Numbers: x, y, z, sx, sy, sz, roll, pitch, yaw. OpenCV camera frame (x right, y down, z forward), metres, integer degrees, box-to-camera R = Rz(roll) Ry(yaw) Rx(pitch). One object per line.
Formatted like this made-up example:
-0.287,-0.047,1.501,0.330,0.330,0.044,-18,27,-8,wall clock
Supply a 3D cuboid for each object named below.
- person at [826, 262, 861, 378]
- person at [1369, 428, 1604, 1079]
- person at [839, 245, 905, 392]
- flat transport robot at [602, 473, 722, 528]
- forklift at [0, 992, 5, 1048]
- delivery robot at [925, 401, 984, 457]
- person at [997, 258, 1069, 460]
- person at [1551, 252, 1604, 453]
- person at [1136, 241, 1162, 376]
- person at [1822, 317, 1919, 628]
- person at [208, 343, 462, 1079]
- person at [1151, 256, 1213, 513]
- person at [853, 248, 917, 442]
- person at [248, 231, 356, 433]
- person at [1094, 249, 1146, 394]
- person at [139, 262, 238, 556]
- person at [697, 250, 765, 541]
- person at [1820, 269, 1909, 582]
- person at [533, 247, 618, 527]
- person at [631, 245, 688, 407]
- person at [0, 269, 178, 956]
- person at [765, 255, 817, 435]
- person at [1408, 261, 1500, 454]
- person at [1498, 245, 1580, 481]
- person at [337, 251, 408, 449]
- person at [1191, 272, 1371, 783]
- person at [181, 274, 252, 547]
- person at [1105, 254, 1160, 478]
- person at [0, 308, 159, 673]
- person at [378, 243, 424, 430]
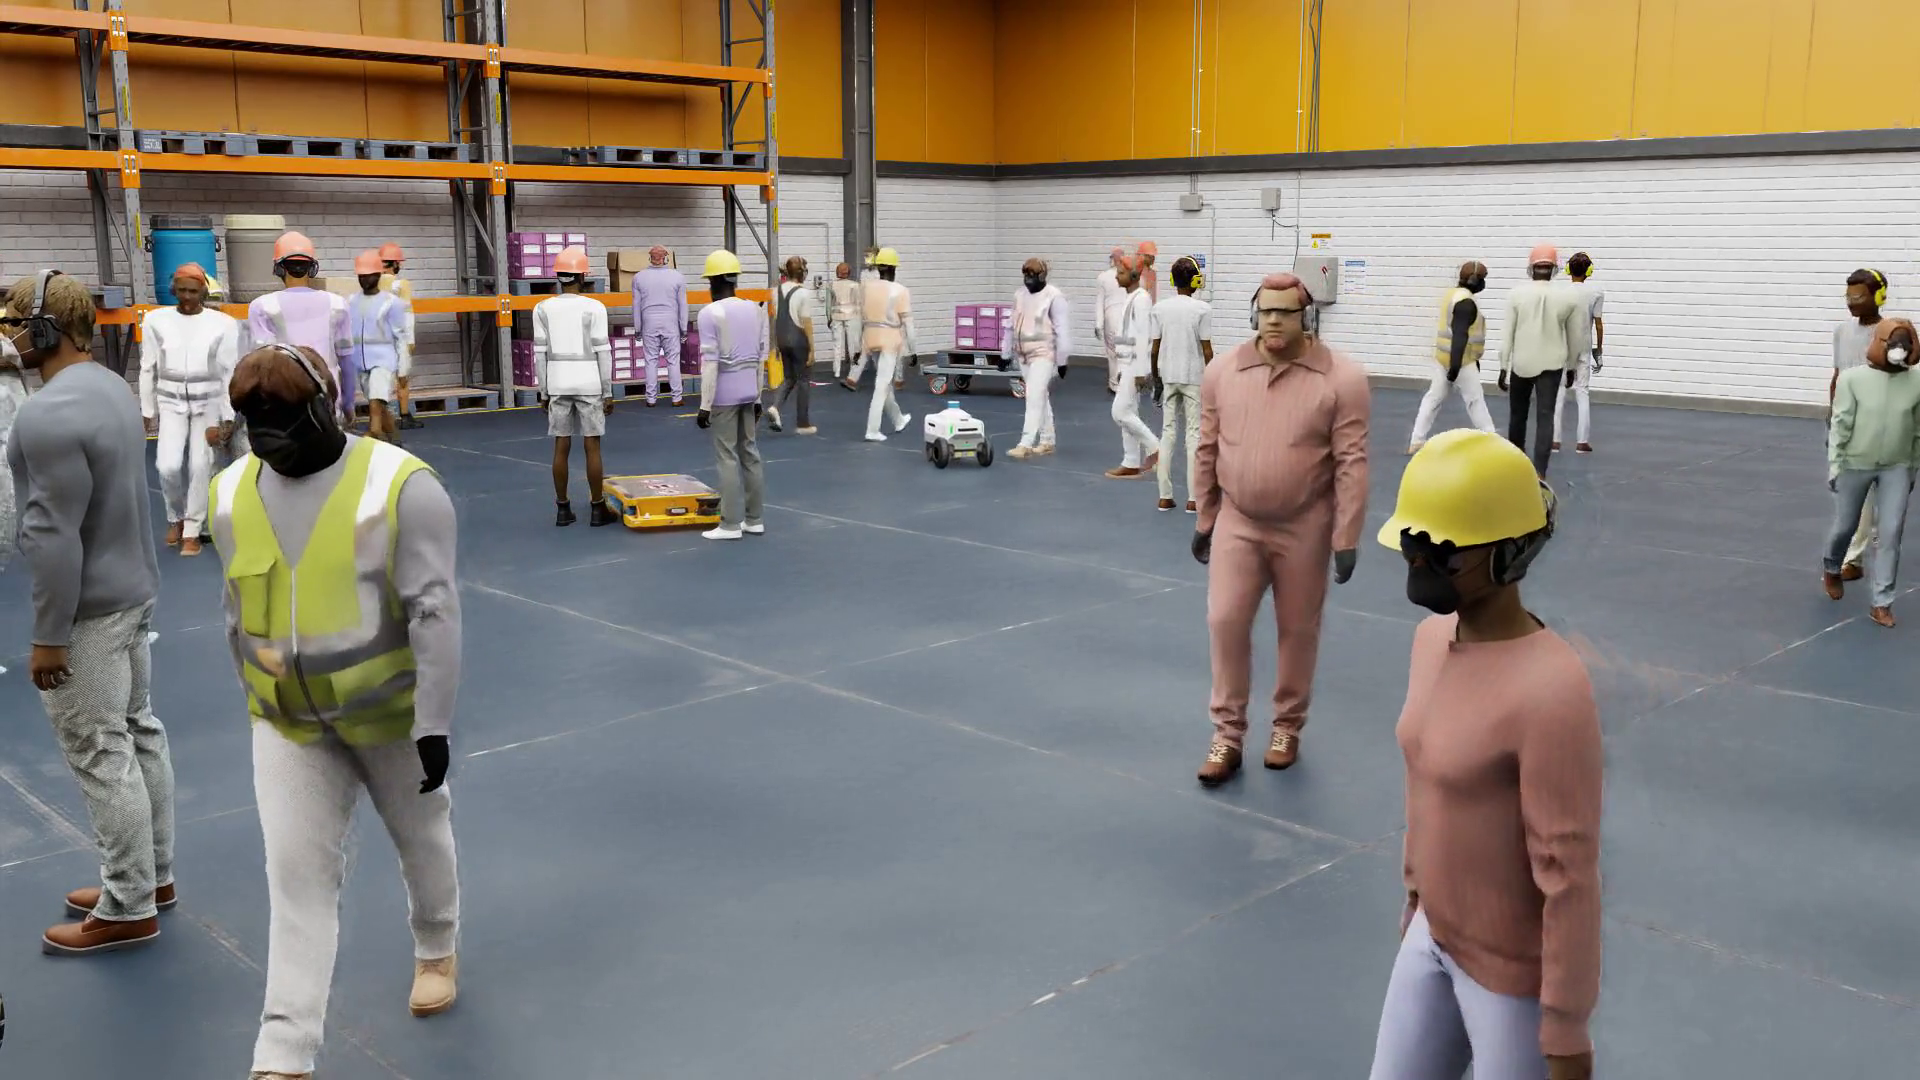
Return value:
-1.645,-3.114,23.614,0.514,1.642,0.314,1,10,6,person
0.955,0.667,2.751,0.711,1.735,0.558,-2,11,-9,person
-1.112,-2.858,21.532,0.628,1.880,1.059,9,14,42,person
-2.183,-0.305,12.035,0.652,0.197,1.431,-4,11,-21,flat transport robot
-3.245,0.323,3.363,2.313,2.155,1.214,2,11,13,forklift
-0.054,-0.982,14.699,0.477,0.478,0.707,-4,11,-20,delivery robot
0.614,-1.634,15.105,0.852,1.810,0.648,-8,13,-36,person
5.730,-1.746,15.534,0.532,1.868,0.310,5,11,24,person
2.476,-2.952,21.903,1.033,1.934,0.657,9,14,40,person
4.864,-0.391,8.867,0.498,1.605,0.750,3,11,14,person
-1.483,0.417,3.991,0.646,1.769,1.021,0,10,2,person
1.636,-1.133,12.185,0.517,1.873,0.328,6,12,31,person
-0.690,-1.942,16.549,0.613,1.878,0.982,6,12,31,person
-3.982,-0.836,10.098,0.614,2.041,0.393,-9,14,-40,person
2.011,-2.704,20.844,0.673,1.845,0.978,0,10,-3,person
-4.870,-0.825,10.553,0.617,1.861,0.445,-3,11,-15,person
-1.544,-0.958,11.082,0.387,1.922,0.594,7,12,33,person
5.390,-0.677,9.803,0.683,1.841,0.569,-5,11,-25,person
-2.672,-1.055,11.576,0.543,1.939,0.361,1,10,7,person
-3.530,-2.517,19.637,0.651,1.906,0.403,-1,10,-5,person
-2.483,0.204,4.750,0.368,1.934,0.630,-2,11,-11,person
-1.687,-1.941,16.717,0.536,1.827,0.559,7,12,34,person
4.600,-1.633,15.161,1.003,1.780,0.641,1,10,4,person
4.737,-1.435,13.639,0.655,1.934,1.033,2,11,11,person
-4.996,-1.503,14.168,0.544,1.890,0.996,3,11,16,person
1.140,-0.032,6.132,0.681,1.880,0.757,4,11,23,person
-4.707,-0.837,10.796,0.797,1.794,0.630,1,10,6,person
1.440,-1.423,13.775,0.452,1.868,0.602,0,10,-2,person
-4.296,-0.215,7.665,0.916,1.692,0.505,-2,11,-9,person
-5.914,-2.116,17.362,0.548,1.937,0.379,3,11,18,person
